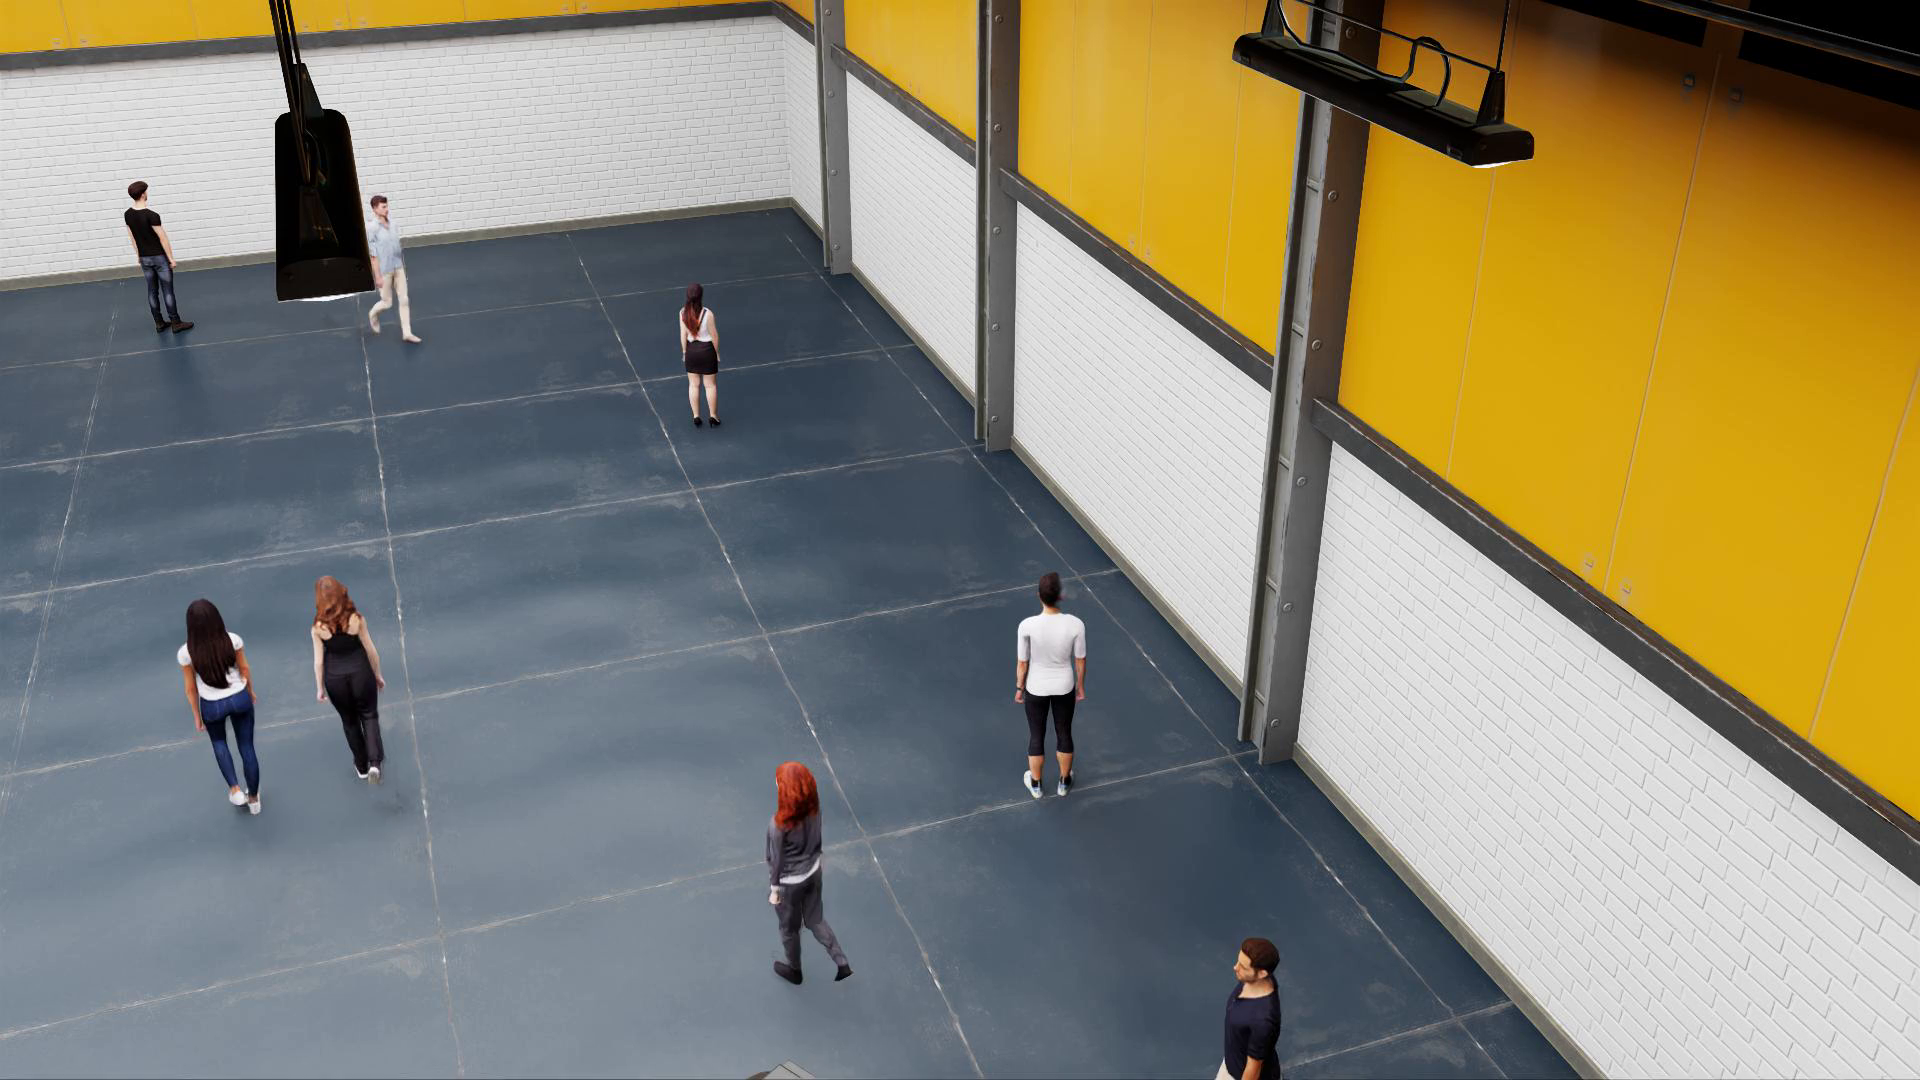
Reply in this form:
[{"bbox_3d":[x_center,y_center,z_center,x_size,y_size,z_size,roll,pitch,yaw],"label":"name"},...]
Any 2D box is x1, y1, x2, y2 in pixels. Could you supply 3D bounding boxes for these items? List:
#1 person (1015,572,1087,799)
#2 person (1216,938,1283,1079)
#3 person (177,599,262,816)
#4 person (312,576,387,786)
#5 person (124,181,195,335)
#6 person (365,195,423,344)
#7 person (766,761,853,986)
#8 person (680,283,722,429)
[{"bbox_3d":[0.664,1.077,12.242,0.729,1.850,0.652,-2,29,-4],"label":"person"},{"bbox_3d":[1.670,2.869,8.984,0.928,1.825,1.032,-2,29,-3],"label":"person"},{"bbox_3d":[-5.285,1.253,12.006,0.625,1.767,0.601,-13,31,-23],"label":"person"},{"bbox_3d":[-4.507,1.095,12.342,0.684,1.725,0.888,-14,31,-23],"label":"person"},{"bbox_3d":[-9.978,-3.494,20.575,0.759,1.897,0.767,6,29,10],"label":"person"},{"bbox_3d":[-7.017,-3.296,20.277,1.090,1.833,0.994,16,32,26],"label":"person"},{"bbox_3d":[-0.957,2.154,10.357,0.960,1.766,0.830,21,35,33],"label":"person"},{"bbox_3d":[-2.825,-2.004,18.102,0.630,1.649,0.630,2,29,4],"label":"person"}]
